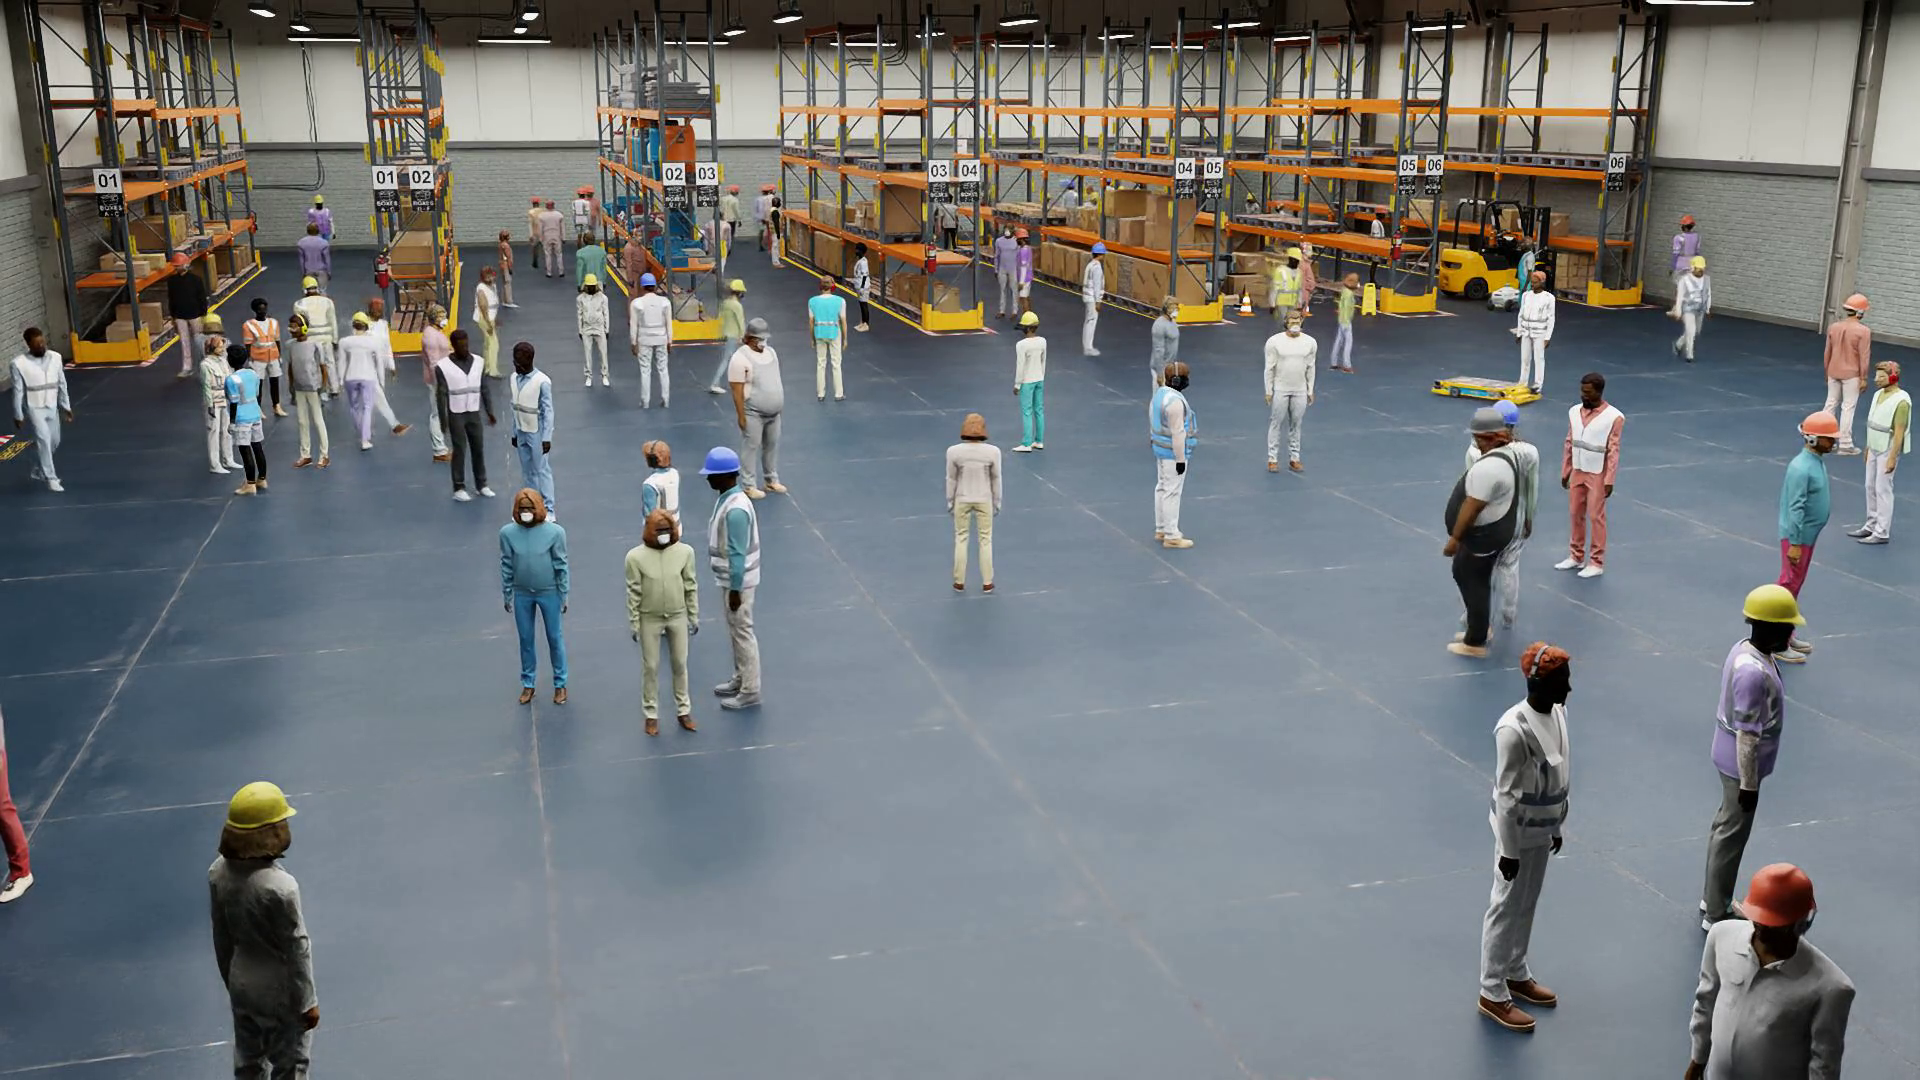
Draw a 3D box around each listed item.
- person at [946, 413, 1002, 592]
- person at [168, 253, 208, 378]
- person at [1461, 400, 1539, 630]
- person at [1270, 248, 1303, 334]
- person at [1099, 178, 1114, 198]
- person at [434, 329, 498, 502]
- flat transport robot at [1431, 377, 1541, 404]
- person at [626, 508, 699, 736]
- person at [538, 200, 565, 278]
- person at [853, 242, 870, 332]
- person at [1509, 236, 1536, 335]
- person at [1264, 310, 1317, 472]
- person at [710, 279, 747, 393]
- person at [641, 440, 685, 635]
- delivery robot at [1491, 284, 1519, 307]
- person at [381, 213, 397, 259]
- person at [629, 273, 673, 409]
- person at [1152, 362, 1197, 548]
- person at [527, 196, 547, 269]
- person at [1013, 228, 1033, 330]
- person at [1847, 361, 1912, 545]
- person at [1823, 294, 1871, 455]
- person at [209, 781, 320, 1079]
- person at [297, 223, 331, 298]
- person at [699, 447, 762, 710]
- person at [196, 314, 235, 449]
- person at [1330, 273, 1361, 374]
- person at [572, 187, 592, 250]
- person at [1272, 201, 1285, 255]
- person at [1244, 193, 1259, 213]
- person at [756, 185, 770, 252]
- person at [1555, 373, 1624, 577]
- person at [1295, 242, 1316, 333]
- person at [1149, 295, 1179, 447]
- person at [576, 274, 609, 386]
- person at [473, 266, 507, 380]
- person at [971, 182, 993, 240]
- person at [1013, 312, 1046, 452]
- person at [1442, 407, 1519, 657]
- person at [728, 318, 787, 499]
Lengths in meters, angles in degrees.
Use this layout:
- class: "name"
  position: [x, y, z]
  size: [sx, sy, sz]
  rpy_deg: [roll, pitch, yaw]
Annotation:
- class: "person"
  position: [0.127, -0.330, 14.977]
  size: [0.502, 1.627, 0.271]
  rpy_deg: [1, 15, 2]
- class: "person"
  position: [-12.298, -3.578, 26.493]
  size: [0.613, 1.991, 0.392]
  rpy_deg: [2, 15, 7]
- class: "person"
  position: [4.482, -0.200, 13.861]
  size: [0.615, 1.950, 0.375]
  rpy_deg: [2, 15, 6]
- class: "person"
  position: [5.628, -4.023, 28.343]
  size: [0.615, 1.893, 0.712]
  rpy_deg: [-9, 17, -31]
- class: "person"
  position: [4.682, -10.507, 52.675]
  size: [0.604, 1.937, 0.402]
  rpy_deg: [-3, 15, -12]
- class: "person"
  position: [-5.493, -1.396, 18.451]
  size: [0.415, 1.908, 0.633]
  rpy_deg: [13, 20, 40]
- class: "flat transport robot"
  position: [7.832, -2.244, 24.773]
  size: [0.652, 0.197, 1.431]
  rpy_deg: [-13, 20, -41]
- class: "person"
  position: [-2.065, 0.565, 11.612]
  size: [0.500, 1.627, 0.288]
  rpy_deg: [-7, 16, -23]
- class: "person"
  position: [-10.160, -7.498, 41.411]
  size: [0.652, 1.906, 0.402]
  rpy_deg: [-5, 16, -18]
- class: "person"
  position: [-1.880, -4.833, 31.784]
  size: [0.318, 1.697, 0.536]
  rpy_deg: [-3, 15, -11]
- class: "person"
  position: [10.644, -4.799, 31.372]
  size: [0.345, 1.846, 0.508]
  rpy_deg: [2, 15, 9]
- class: "person"
  position: [3.924, -1.771, 19.798]
  size: [0.632, 1.940, 0.372]
  rpy_deg: [-2, 15, -7]
- class: "person"
  position: [-3.425, -3.080, 25.170]
  size: [0.923, 1.712, 0.530]
  rpy_deg: [-8, 17, -27]
- class: "person"
  position: [-2.462, -0.023, 13.798]
  size: [0.307, 1.637, 0.521]
  rpy_deg: [5, 16, 18]
- class: "delivery robot"
  position: [11.489, -5.142, 34.953]
  size: [0.707, 0.478, 0.477]
  rpy_deg: [-13, 20, -41]
- class: "person"
  position: [-15.832, -8.713, 46.121]
  size: [0.429, 1.838, 0.622]
  rpy_deg: [-9, 18, -31]
- class: "person"
  position: [-4.436, -2.853, 23.895]
  size: [0.619, 1.935, 0.440]
  rpy_deg: [-6, 16, -23]
- class: "person"
  position: [2.127, -0.851, 16.521]
  size: [0.429, 1.844, 0.626]
  rpy_deg: [-2, 15, -8]
- class: "person"
  position: [-10.974, -8.022, 43.407]
  size: [0.559, 1.903, 0.959]
  rpy_deg: [-9, 17, -31]
- class: "person"
  position: [1.209, -5.020, 32.028]
  size: [0.378, 1.932, 0.551]
  rpy_deg: [3, 15, 11]
- class: "person"
  position: [9.235, -0.873, 16.629]
  size: [0.404, 1.832, 0.571]
  rpy_deg: [1, 15, 3]
- class: "person"
  position: [11.094, -2.069, 20.807]
  size: [0.378, 1.996, 0.611]
  rpy_deg: [-6, 16, -22]
- class: "person"
  position: [-2.774, 1.803, 6.727]
  size: [0.492, 1.740, 0.325]
  rpy_deg: [8, 17, 28]
- class: "person"
  position: [-12.977, -5.409, 33.515]
  size: [0.623, 1.932, 0.369]
  rpy_deg: [-1, 15, -5]
- class: "person"
  position: [-1.665, 0.269, 12.136]
  size: [0.420, 1.938, 0.605]
  rpy_deg: [-4, 15, -15]
- class: "person"
  position: [-9.430, -2.044, 21.289]
  size: [0.548, 1.681, 0.848]
  rpy_deg: [2, 15, 7]
- class: "person"
  position: [6.286, -3.534, 27.083]
  size: [0.472, 1.603, 0.544]
  rpy_deg: [4, 15, 15]
- class: "person"
  position: [-10.582, -8.914, 46.678]
  size: [0.552, 1.936, 0.359]
  rpy_deg: [6, 16, 20]
- class: "person"
  position: [8.446, -8.080, 44.003]
  size: [0.390, 1.703, 0.652]
  rpy_deg: [2, 15, 8]
- class: "person"
  position: [8.321, -9.067, 47.644]
  size: [0.483, 1.734, 0.319]
  rpy_deg: [14, 20, 43]
- class: "person"
  position: [-5.657, -9.399, 48.563]
  size: [0.572, 1.900, 0.857]
  rpy_deg: [5, 16, 20]
- class: "person"
  position: [5.879, -0.619, 15.532]
  size: [0.407, 1.907, 0.597]
  rpy_deg: [-8, 17, -28]
- class: "person"
  position: [6.064, -4.299, 29.370]
  size: [0.406, 1.906, 0.654]
  rpy_deg: [2, 15, 9]
- class: "person"
  position: [2.619, -2.154, 21.248]
  size: [0.371, 1.935, 0.627]
  rpy_deg: [6, 16, 22]
- class: "person"
  position: [-5.670, -3.248, 25.747]
  size: [0.484, 1.736, 0.322]
  rpy_deg: [-2, 15, -8]
- class: "person"
  position: [-7.469, -3.445, 26.339]
  size: [0.442, 1.810, 0.615]
  rpy_deg: [-1, 15, -3]
- class: "person"
  position: [0.665, -10.334, 52.277]
  size: [0.904, 1.806, 0.521]
  rpy_deg: [6, 16, 23]
- class: "person"
  position: [0.872, -1.987, 20.943]
  size: [0.315, 1.769, 0.525]
  rpy_deg: [13, 20, 41]
- class: "person"
  position: [4.122, -0.076, 13.224]
  size: [0.548, 2.000, 0.698]
  rpy_deg: [8, 17, 26]
- class: "person"
  position: [-2.219, -1.484, 18.523]
  size: [0.535, 2.000, 0.687]
  rpy_deg: [11, 18, 35]
